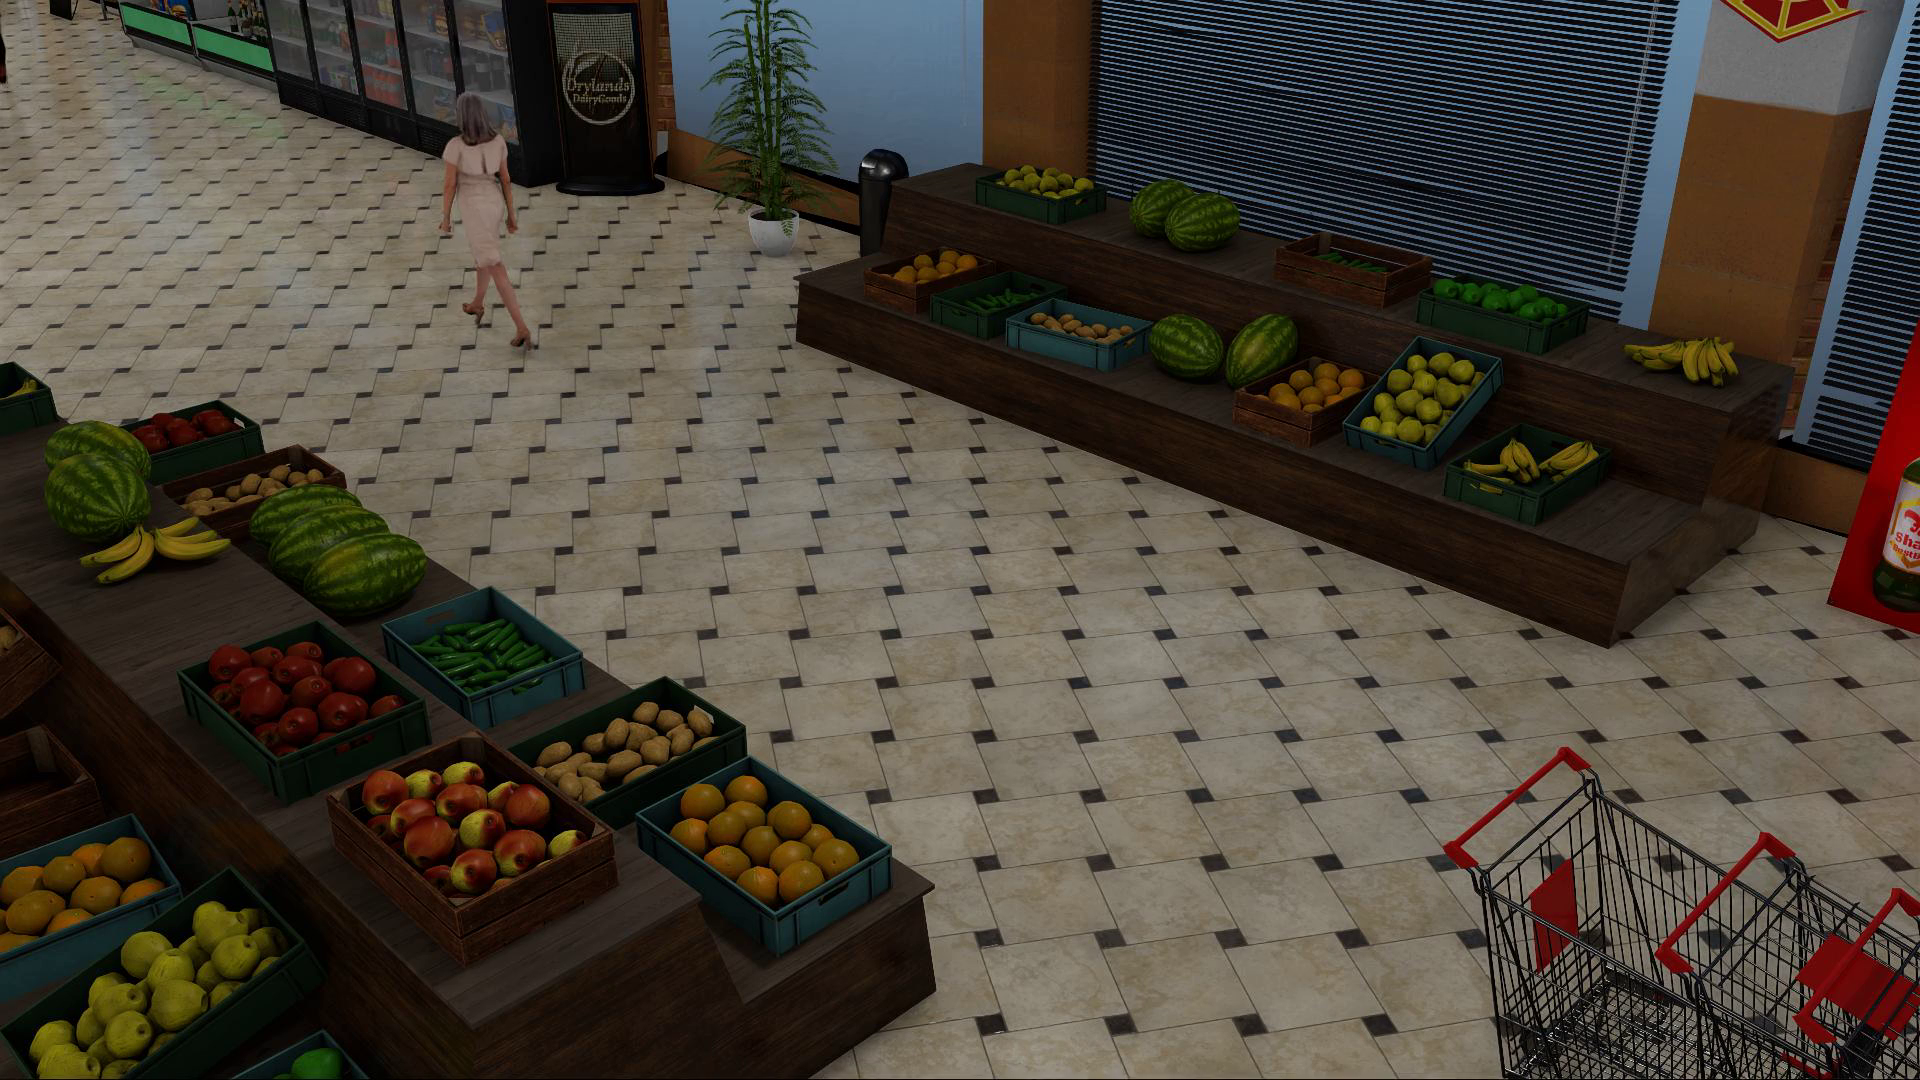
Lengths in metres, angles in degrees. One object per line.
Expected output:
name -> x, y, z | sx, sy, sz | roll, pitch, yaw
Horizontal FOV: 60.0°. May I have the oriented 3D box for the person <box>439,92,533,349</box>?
person -> -3.161, -2.091, 11.210 | 1.154, 1.678, 0.622 | 23, 35, 37
